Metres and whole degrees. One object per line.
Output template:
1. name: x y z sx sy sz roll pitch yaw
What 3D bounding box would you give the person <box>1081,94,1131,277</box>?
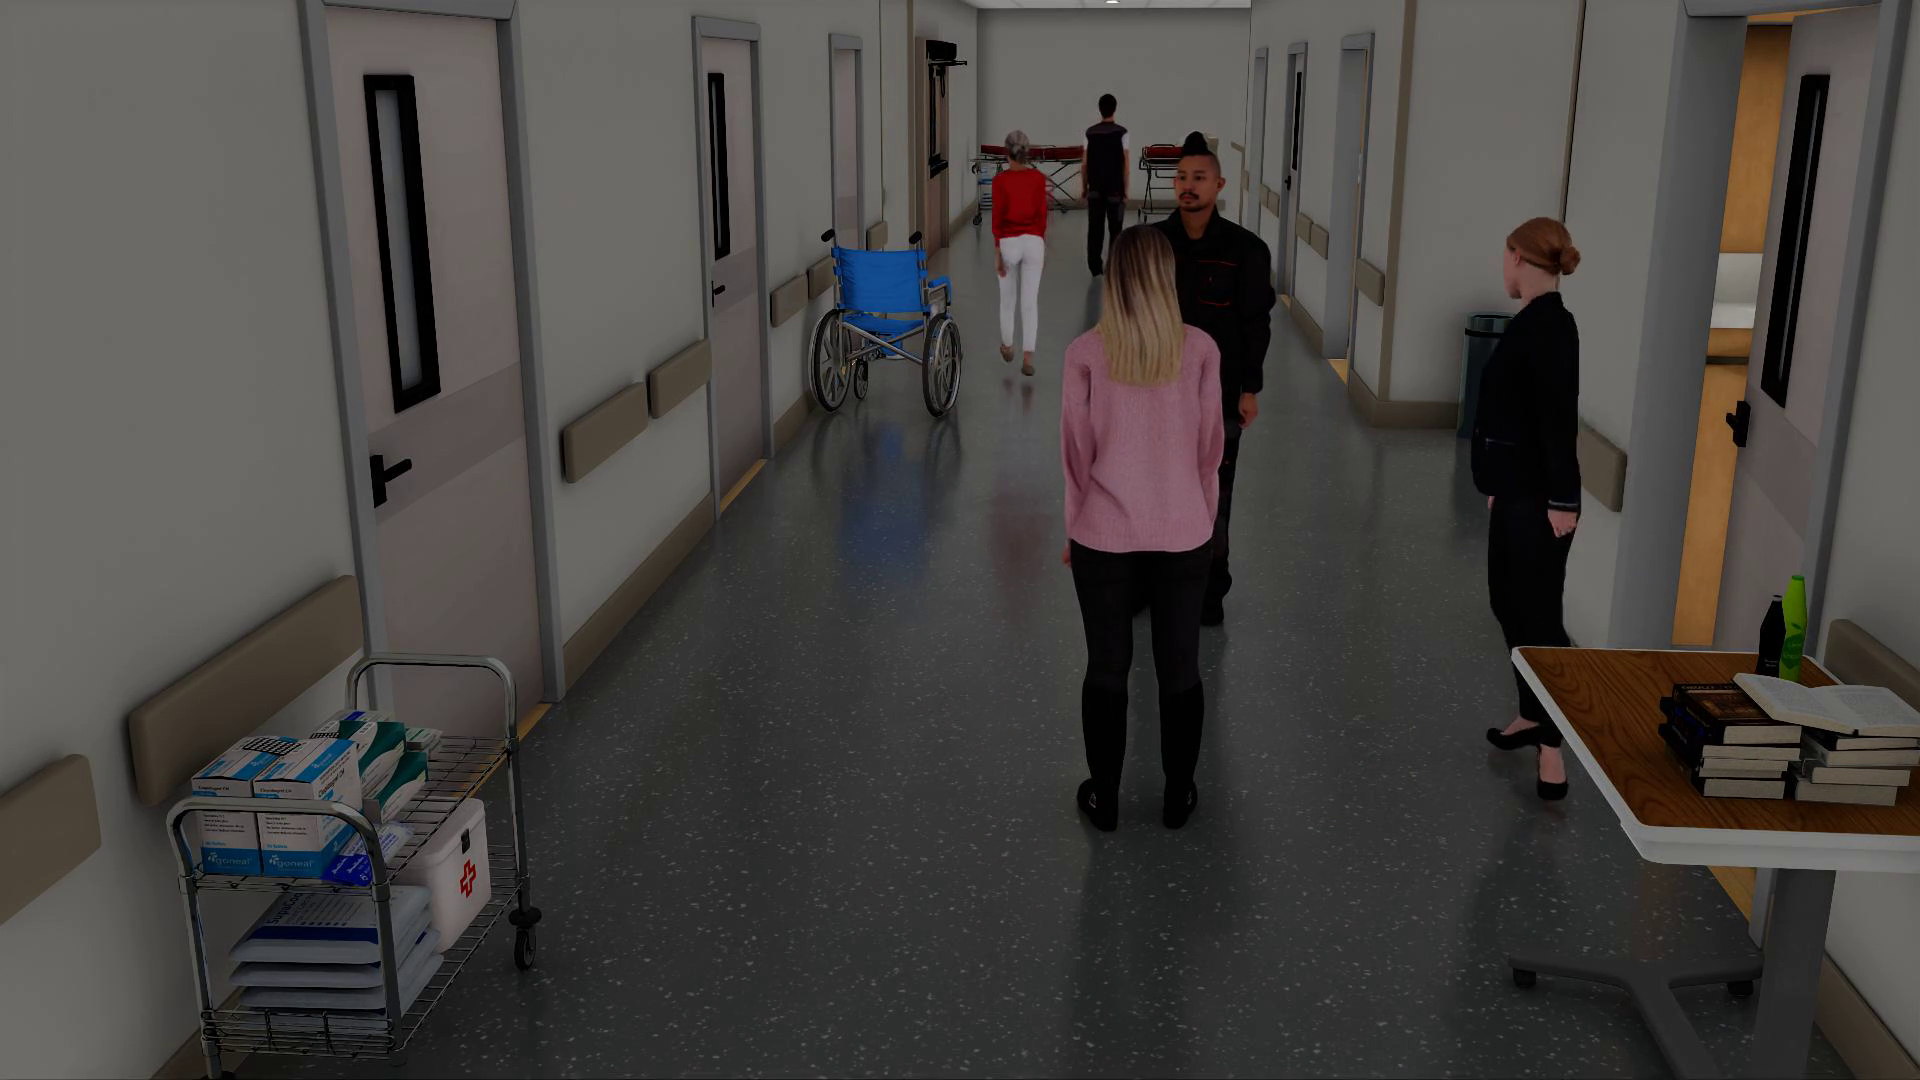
1. person: 1.464 -3.575 16.950 0.799 1.820 1.068 5 16 16

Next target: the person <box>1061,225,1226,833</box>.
1. person: 0.497 -0.015 4.570 0.599 1.687 0.541 1 16 2

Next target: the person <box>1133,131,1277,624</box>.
1. person: 0.881 -0.620 6.395 0.826 1.860 0.726 6 17 21

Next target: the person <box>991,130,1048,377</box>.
1. person: 0.430 -1.915 11.394 0.700 1.640 1.189 -1 16 -4

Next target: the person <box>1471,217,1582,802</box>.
1. person: 1.721 -0.081 4.854 0.822 1.659 0.503 0 16 -1
